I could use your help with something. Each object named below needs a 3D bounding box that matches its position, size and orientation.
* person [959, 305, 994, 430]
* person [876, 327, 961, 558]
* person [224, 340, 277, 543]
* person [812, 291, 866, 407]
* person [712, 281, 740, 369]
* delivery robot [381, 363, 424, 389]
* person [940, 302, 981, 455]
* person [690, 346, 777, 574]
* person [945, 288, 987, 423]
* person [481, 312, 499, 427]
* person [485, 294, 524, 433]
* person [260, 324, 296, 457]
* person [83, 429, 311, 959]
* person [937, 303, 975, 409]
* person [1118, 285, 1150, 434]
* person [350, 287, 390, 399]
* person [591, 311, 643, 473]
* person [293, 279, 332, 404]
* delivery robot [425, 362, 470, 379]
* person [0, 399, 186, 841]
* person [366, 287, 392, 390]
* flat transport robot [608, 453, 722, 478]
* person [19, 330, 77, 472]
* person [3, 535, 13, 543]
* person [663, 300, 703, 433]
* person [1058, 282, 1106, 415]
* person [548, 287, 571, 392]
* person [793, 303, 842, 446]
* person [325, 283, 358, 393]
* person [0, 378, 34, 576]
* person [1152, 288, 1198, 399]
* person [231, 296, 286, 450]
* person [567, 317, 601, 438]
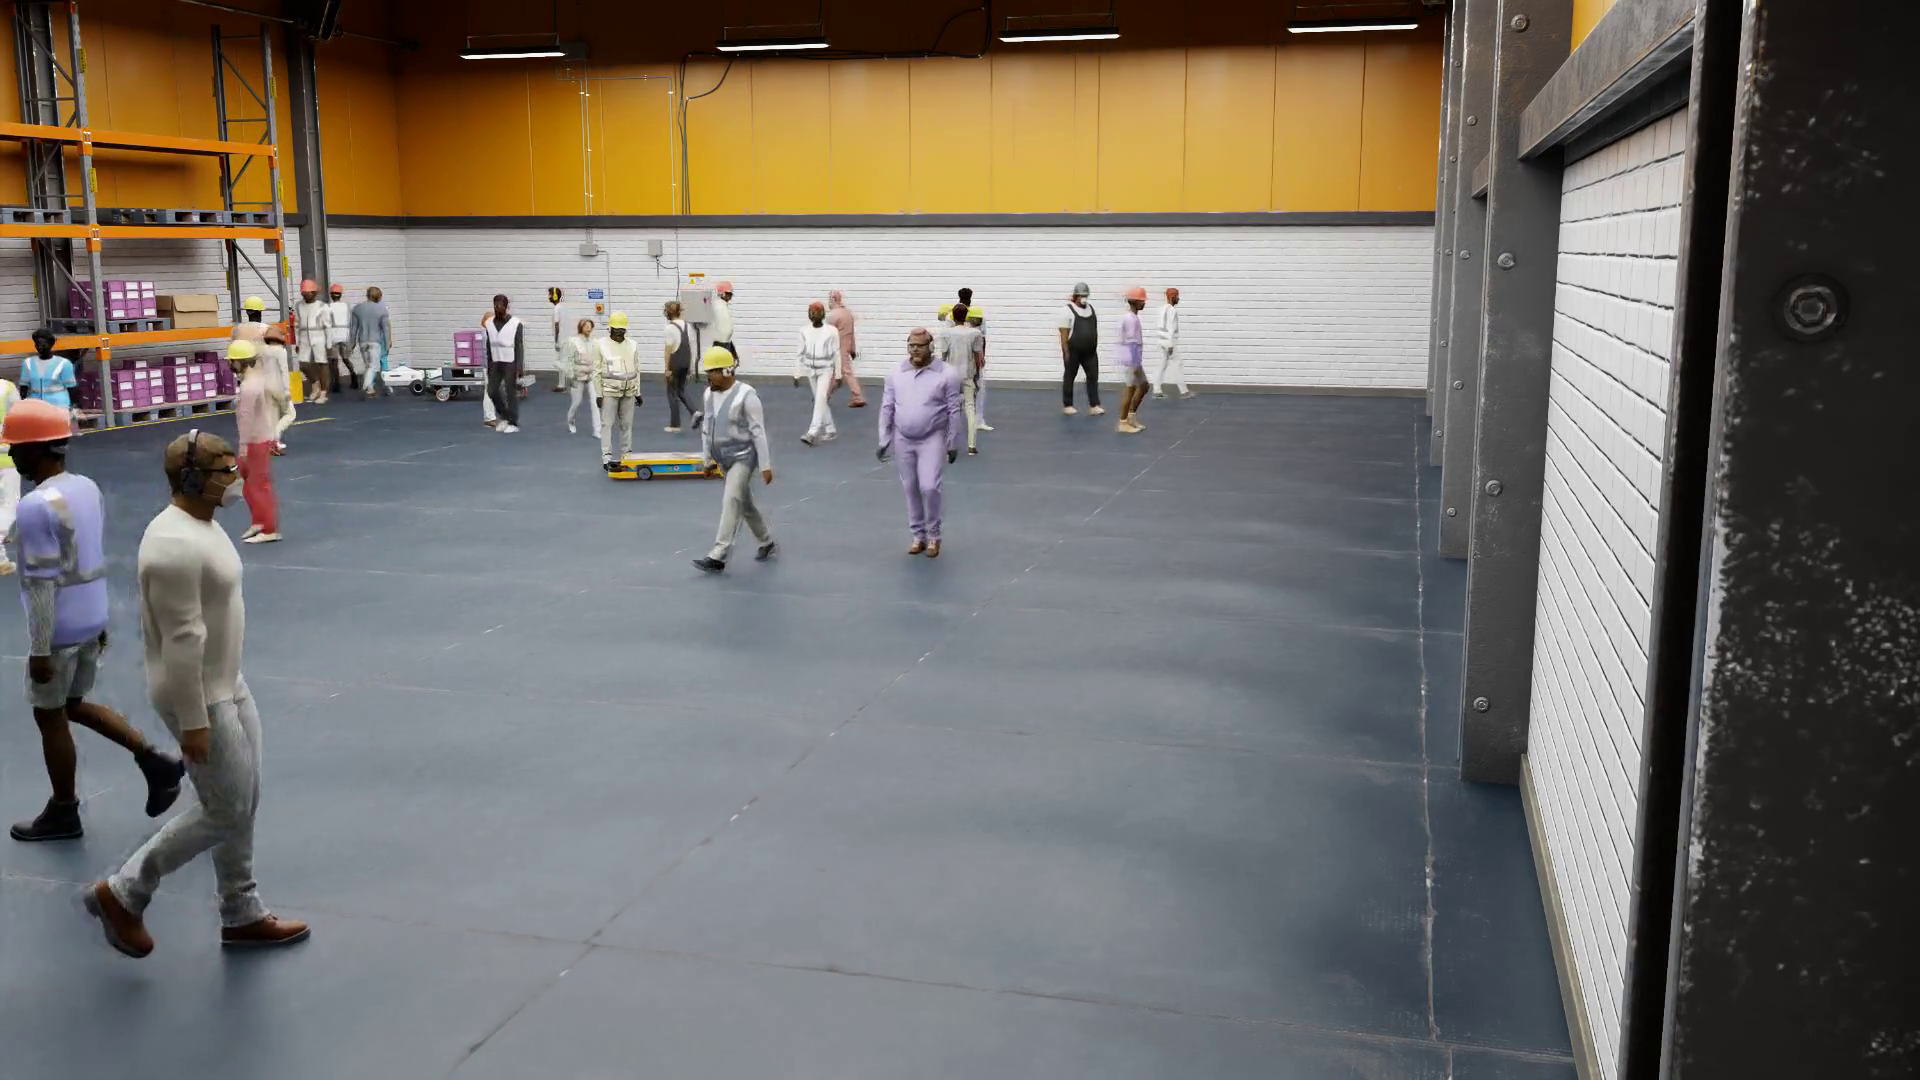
[{"bbox_3d":[0.120,-2.399,23.182,0.667,1.750,0.530,6,11,29],"label":"person"},{"bbox_3d":[-0.361,-0.796,13.702,0.649,1.888,0.595,4,11,19],"label":"person"},{"bbox_3d":[-6.119,-0.834,14.262,0.443,1.751,0.546,-3,11,-18],"label":"person"},{"bbox_3d":[-1.912,-3.027,26.463,0.994,1.852,0.670,4,11,21],"label":"person"},{"bbox_3d":[-3.957,-3.352,27.916,0.459,1.980,0.618,2,10,13],"label":"person"},{"bbox_3d":[-9.574,-2.802,28.558,0.707,0.478,0.477,-4,11,-20],"label":"delivery robot"},{"bbox_3d":[-0.001,-1.972,20.395,0.520,1.874,0.332,-1,10,-5],"label":"person"},{"bbox_3d":[-1.755,-0.647,13.181,0.633,1.779,0.949,10,14,44],"label":"person"},{"bbox_3d":[0.082,-2.677,24.144,0.605,1.958,0.392,-1,10,-5],"label":"person"},{"bbox_3d":[-6.651,-2.429,23.656,0.267,1.632,0.507,0,10,-3],"label":"person"},{"bbox_3d":[-6.231,-2.406,22.760,0.616,1.900,0.465,3,11,19],"label":"person"},{"bbox_3d":[-8.303,-1.808,20.185,0.534,1.614,0.368,6,12,30],"label":"person"},{"bbox_3d":[-2.725,0.567,5.877,0.615,1.924,0.641,-2,10,-13],"label":"person"},{"bbox_3d":[-0.065,-2.729,25.164,0.779,1.713,0.497,5,11,27],"label":"person"},{"bbox_3d":[2.401,-2.446,22.653,0.551,2.022,0.626,1,10,4],"label":"person"},{"bbox_3d":[-9.874,-3.276,27.755,0.705,1.896,0.850,1,10,4],"label":"person"},{"bbox_3d":[-3.871,-1.677,18.865,0.589,1.822,0.403,-8,13,-40],"label":"person"},{"bbox_3d":[-10.460,-3.192,26.857,0.663,2.024,0.500,1,10,4],"label":"person"},{"bbox_3d":[-8.872,-2.847,28.811,0.707,0.478,0.477,-5,11,-27],"label":"delivery robot"},{"bbox_3d":[-3.759,0.355,7.081,0.646,1.922,0.559,-1,10,-3],"label":"person"},{"bbox_3d":[-10.387,-3.572,29.543,0.566,1.841,0.390,0,10,-2],"label":"person"},{"bbox_3d":[-3.182,-0.841,18.520,1.431,0.197,0.652,-2,10,-9],"label":"flat transport robot"},{"bbox_3d":[-9.690,-1.379,17.605,0.547,1.674,0.744,0,10,1],"label":"person"},{"bbox_3d":[-8.501,-0.826,14.066,0.583,1.831,0.619,1,10,4],"label":"person"},{"bbox_3d":[-3.827,-2.360,22.712,0.478,1.828,0.540,6,12,32],"label":"person"},{"bbox_3d":[1.860,-2.901,25.177,0.702,2.000,0.869,-6,11,-29],"label":"person"},{"bbox_3d":[-6.945,-3.491,29.045,0.514,1.853,0.530,1,10,4],"label":"person"},{"bbox_3d":[-1.862,-2.150,21.534,0.592,1.825,1.001,4,11,24],"label":"person"},{"bbox_3d":[-10.796,-3.509,28.971,0.544,1.916,0.537,-10,14,-43],"label":"person"},{"bbox_3d":[-7.431,-0.568,12.633,0.632,1.818,0.761,-1,10,-3],"label":"person"},{"bbox_3d":[3.620,-3.274,27.809,0.823,1.852,0.612,-2,10,-10],"label":"person"},{"bbox_3d":[-8.825,-2.090,20.906,0.585,1.928,0.369,1,10,5],"label":"person"},{"bbox_3d":[-5.048,-2.182,22.321,0.514,1.615,0.743,-6,12,-32],"label":"person"}]
